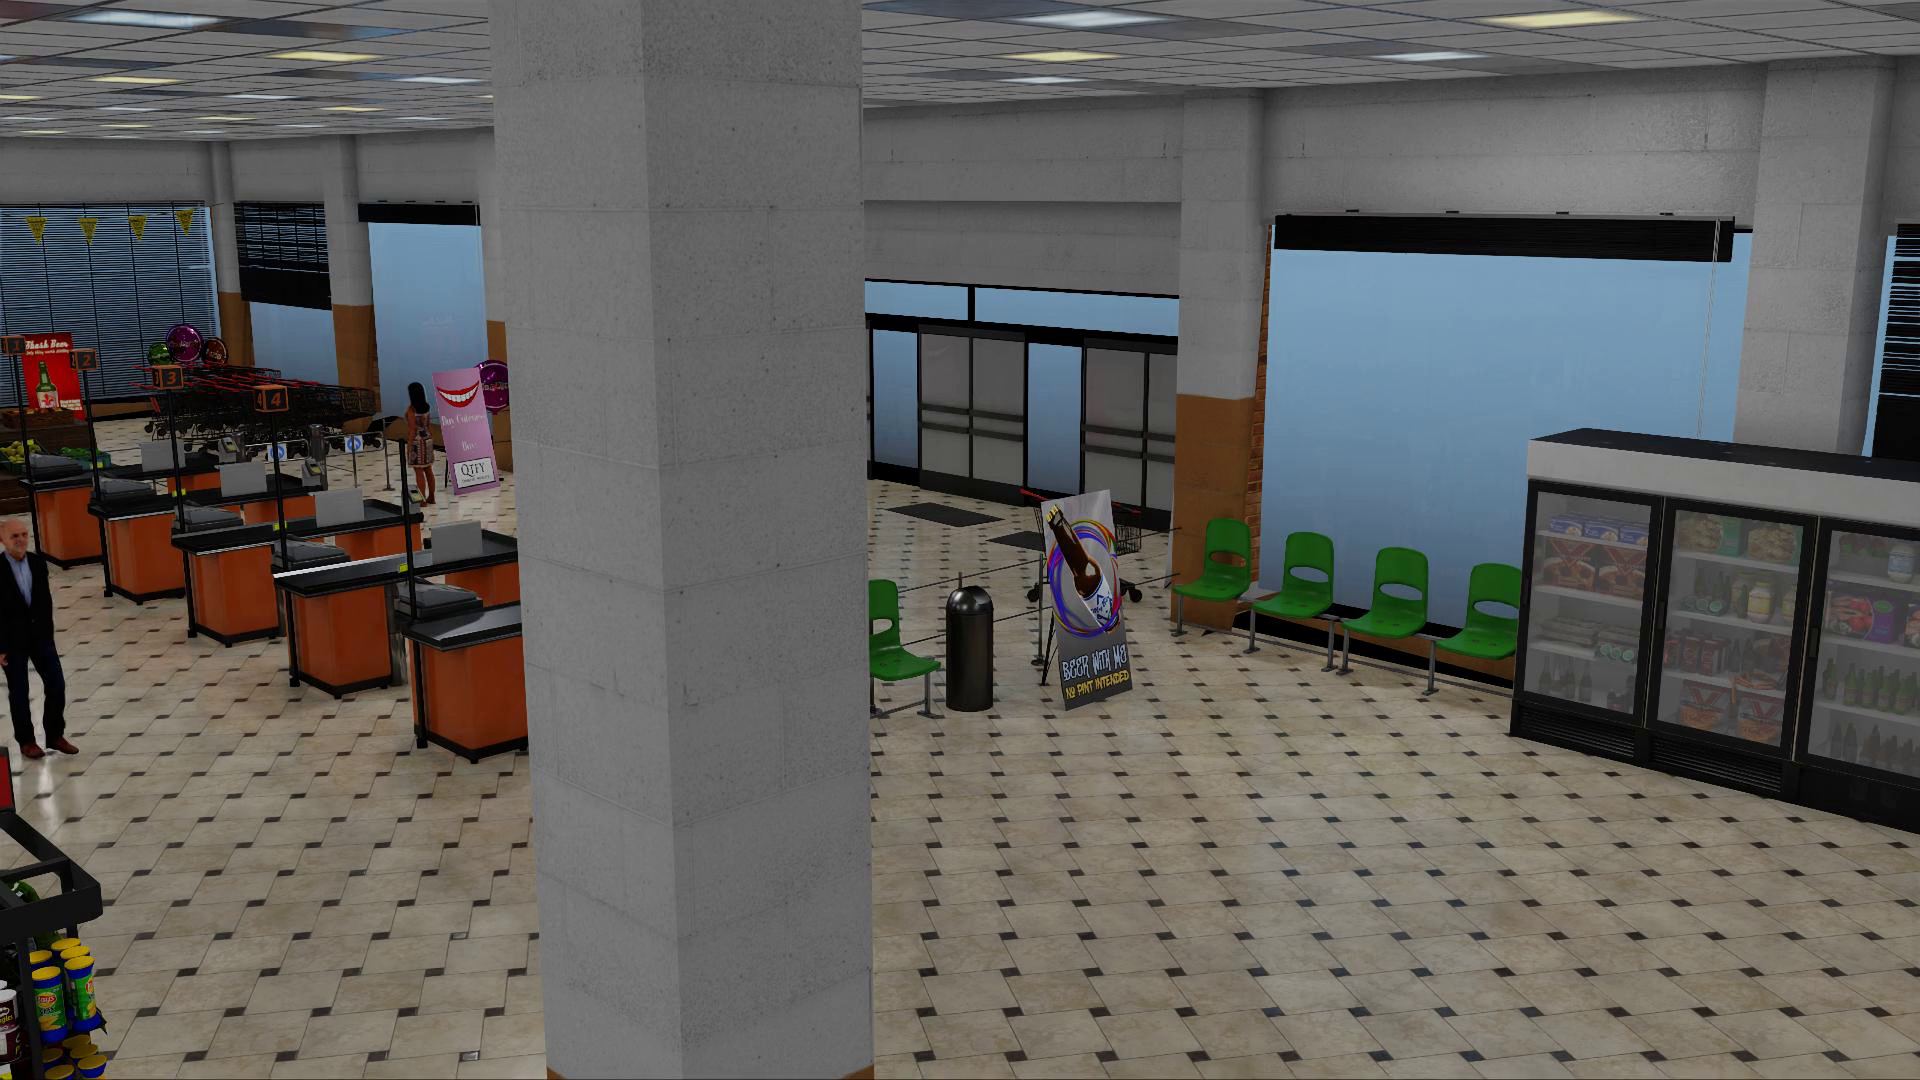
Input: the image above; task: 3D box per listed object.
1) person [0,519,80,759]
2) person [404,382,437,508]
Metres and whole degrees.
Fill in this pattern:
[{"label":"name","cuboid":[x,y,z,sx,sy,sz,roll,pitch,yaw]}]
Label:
[{"label":"person","cuboid":[-6.909,0.723,12.189,0.791,1.783,0.700,9,15,37]},{"label":"person","cuboid":[-7.144,-1.271,21.997,0.784,1.645,0.639,4,12,17]}]
